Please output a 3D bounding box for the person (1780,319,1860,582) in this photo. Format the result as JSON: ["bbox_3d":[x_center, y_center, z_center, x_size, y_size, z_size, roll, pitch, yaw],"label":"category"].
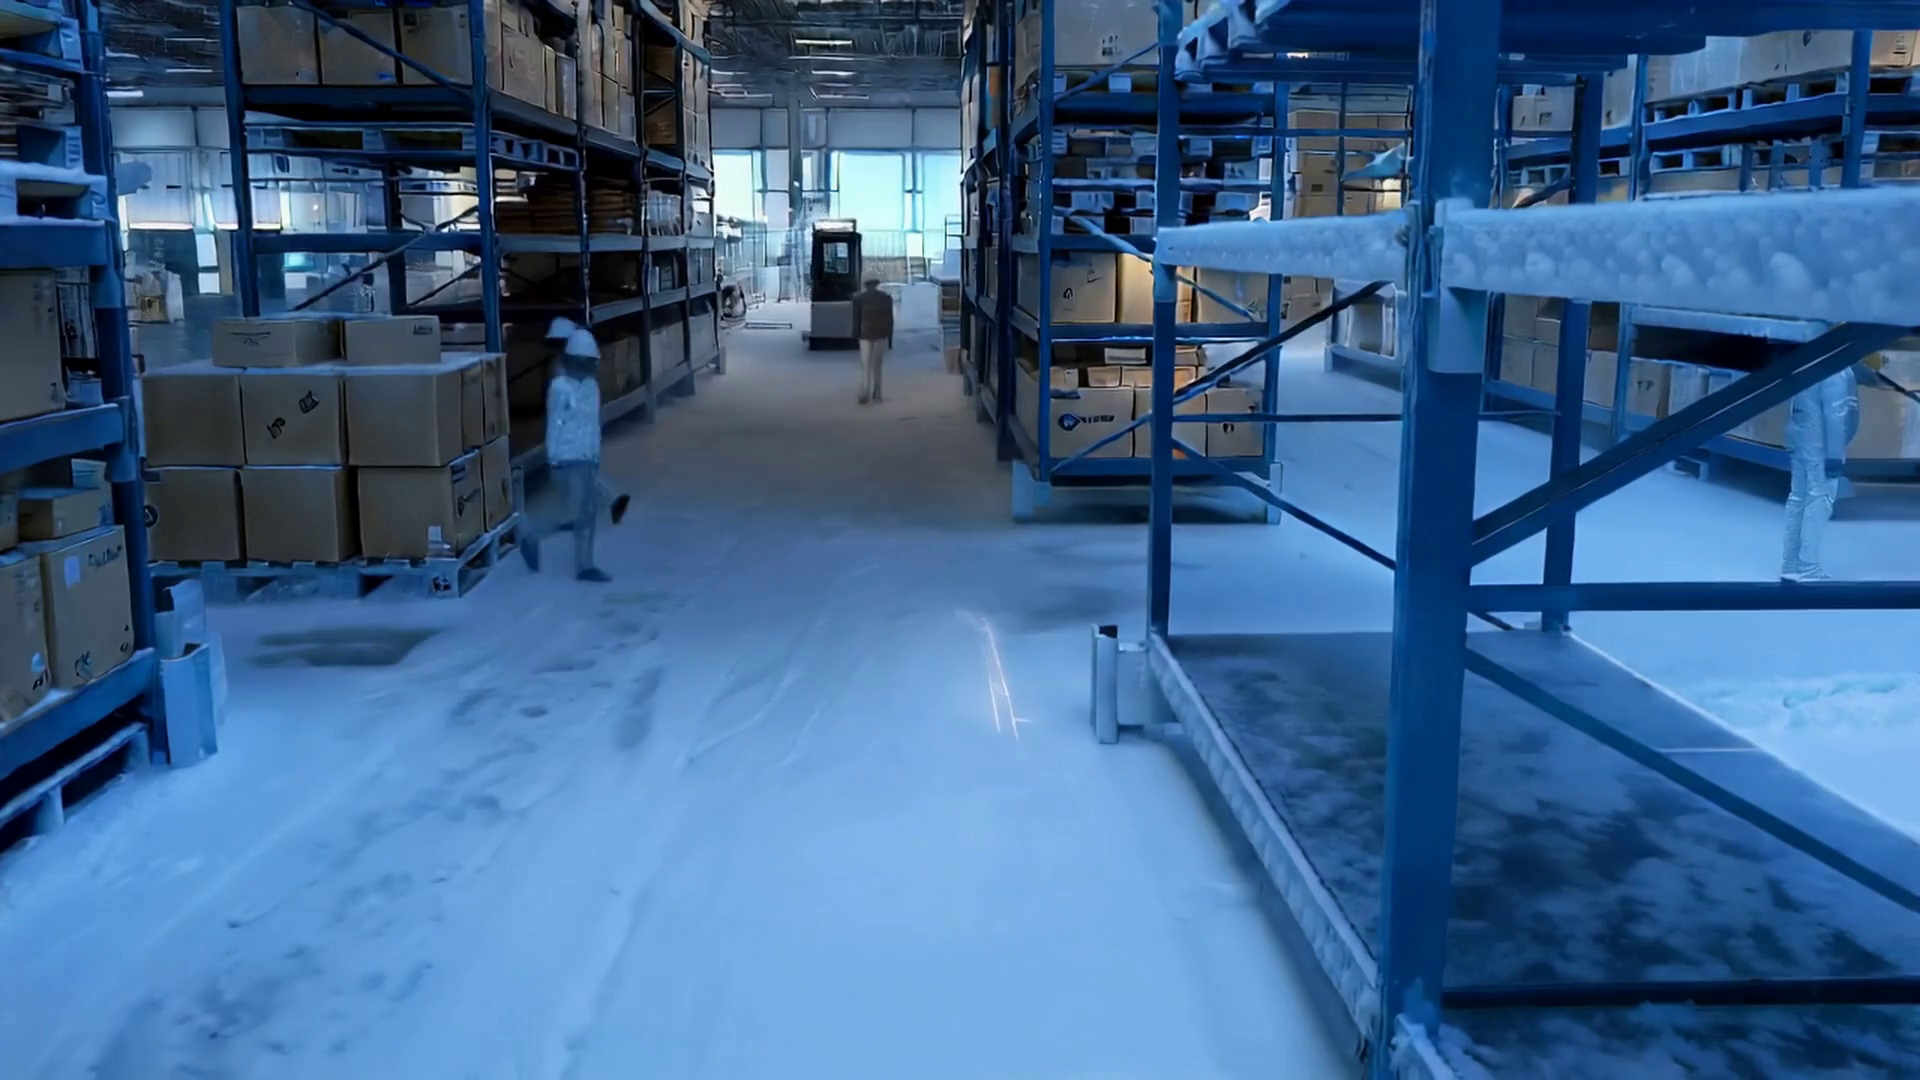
[{"bbox_3d":[5.862,-0.617,11.285,0.399,1.905,0.643,1,10,7],"label":"person"}]

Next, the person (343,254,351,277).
[{"bbox_3d":[-23.497,-10.038,63.877,0.329,1.865,0.514,0,10,-1],"label":"person"}]

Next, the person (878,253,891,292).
[{"bbox_3d":[-2.975,-10.218,64.810,0.639,1.886,0.728,6,12,32],"label":"person"}]

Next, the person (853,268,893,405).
[{"bbox_3d":[-1.266,-2.924,23.978,0.612,1.949,0.959,1,10,3],"label":"person"}]

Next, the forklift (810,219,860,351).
[{"bbox_3d":[-2.674,-5.528,35.918,1.129,2.768,1.873,0,10,-2],"label":"forklift"}]

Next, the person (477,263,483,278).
[{"bbox_3d":[-16.738,-9.124,58.631,0.583,1.921,0.390,-6,12,-29],"label":"person"}]

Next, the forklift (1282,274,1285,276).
[{"bbox_3d":[11.395,-10.054,61.131,1.873,2.768,1.129,-4,11,-19],"label":"forklift"}]

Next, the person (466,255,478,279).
[{"bbox_3d":[-16.696,-8.850,57.193,0.979,1.897,0.627,-8,13,-39],"label":"person"}]

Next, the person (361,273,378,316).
[{"bbox_3d":[-13.100,-5.078,36.837,0.539,1.655,0.841,9,14,42],"label":"person"}]

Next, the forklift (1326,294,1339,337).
[{"bbox_3d":[9.752,-6.140,39.328,1.873,2.768,1.129,0,10,-2],"label":"forklift"}]

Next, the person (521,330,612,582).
[{"bbox_3d":[-2.702,-0.567,11.410,0.590,1.747,0.554,4,11,24],"label":"person"}]

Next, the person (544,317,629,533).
[{"bbox_3d":[-3.022,-0.906,13.322,0.553,1.754,0.532,-3,11,-15],"label":"person"}]

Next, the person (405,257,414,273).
[{"bbox_3d":[-18.348,-8.468,55.195,0.922,1.851,0.570,-5,11,-28],"label":"person"}]

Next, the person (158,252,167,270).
[{"bbox_3d":[-33.226,-11.002,69.168,0.653,1.903,0.606,2,10,12],"label":"person"}]

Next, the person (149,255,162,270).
[{"bbox_3d":[-33.075,-10.814,68.331,0.815,1.820,0.623,2,10,10],"label":"person"}]

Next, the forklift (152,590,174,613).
[{"bbox_3d":[-5.858,-0.811,9.639,1.873,2.768,1.129,-1,10,-3],"label":"forklift"}]

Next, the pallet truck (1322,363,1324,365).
[{"bbox_3d":[7.712,-4.157,30.737,1.885,1.965,0.823,3,11,16],"label":"pallet truck"}]
